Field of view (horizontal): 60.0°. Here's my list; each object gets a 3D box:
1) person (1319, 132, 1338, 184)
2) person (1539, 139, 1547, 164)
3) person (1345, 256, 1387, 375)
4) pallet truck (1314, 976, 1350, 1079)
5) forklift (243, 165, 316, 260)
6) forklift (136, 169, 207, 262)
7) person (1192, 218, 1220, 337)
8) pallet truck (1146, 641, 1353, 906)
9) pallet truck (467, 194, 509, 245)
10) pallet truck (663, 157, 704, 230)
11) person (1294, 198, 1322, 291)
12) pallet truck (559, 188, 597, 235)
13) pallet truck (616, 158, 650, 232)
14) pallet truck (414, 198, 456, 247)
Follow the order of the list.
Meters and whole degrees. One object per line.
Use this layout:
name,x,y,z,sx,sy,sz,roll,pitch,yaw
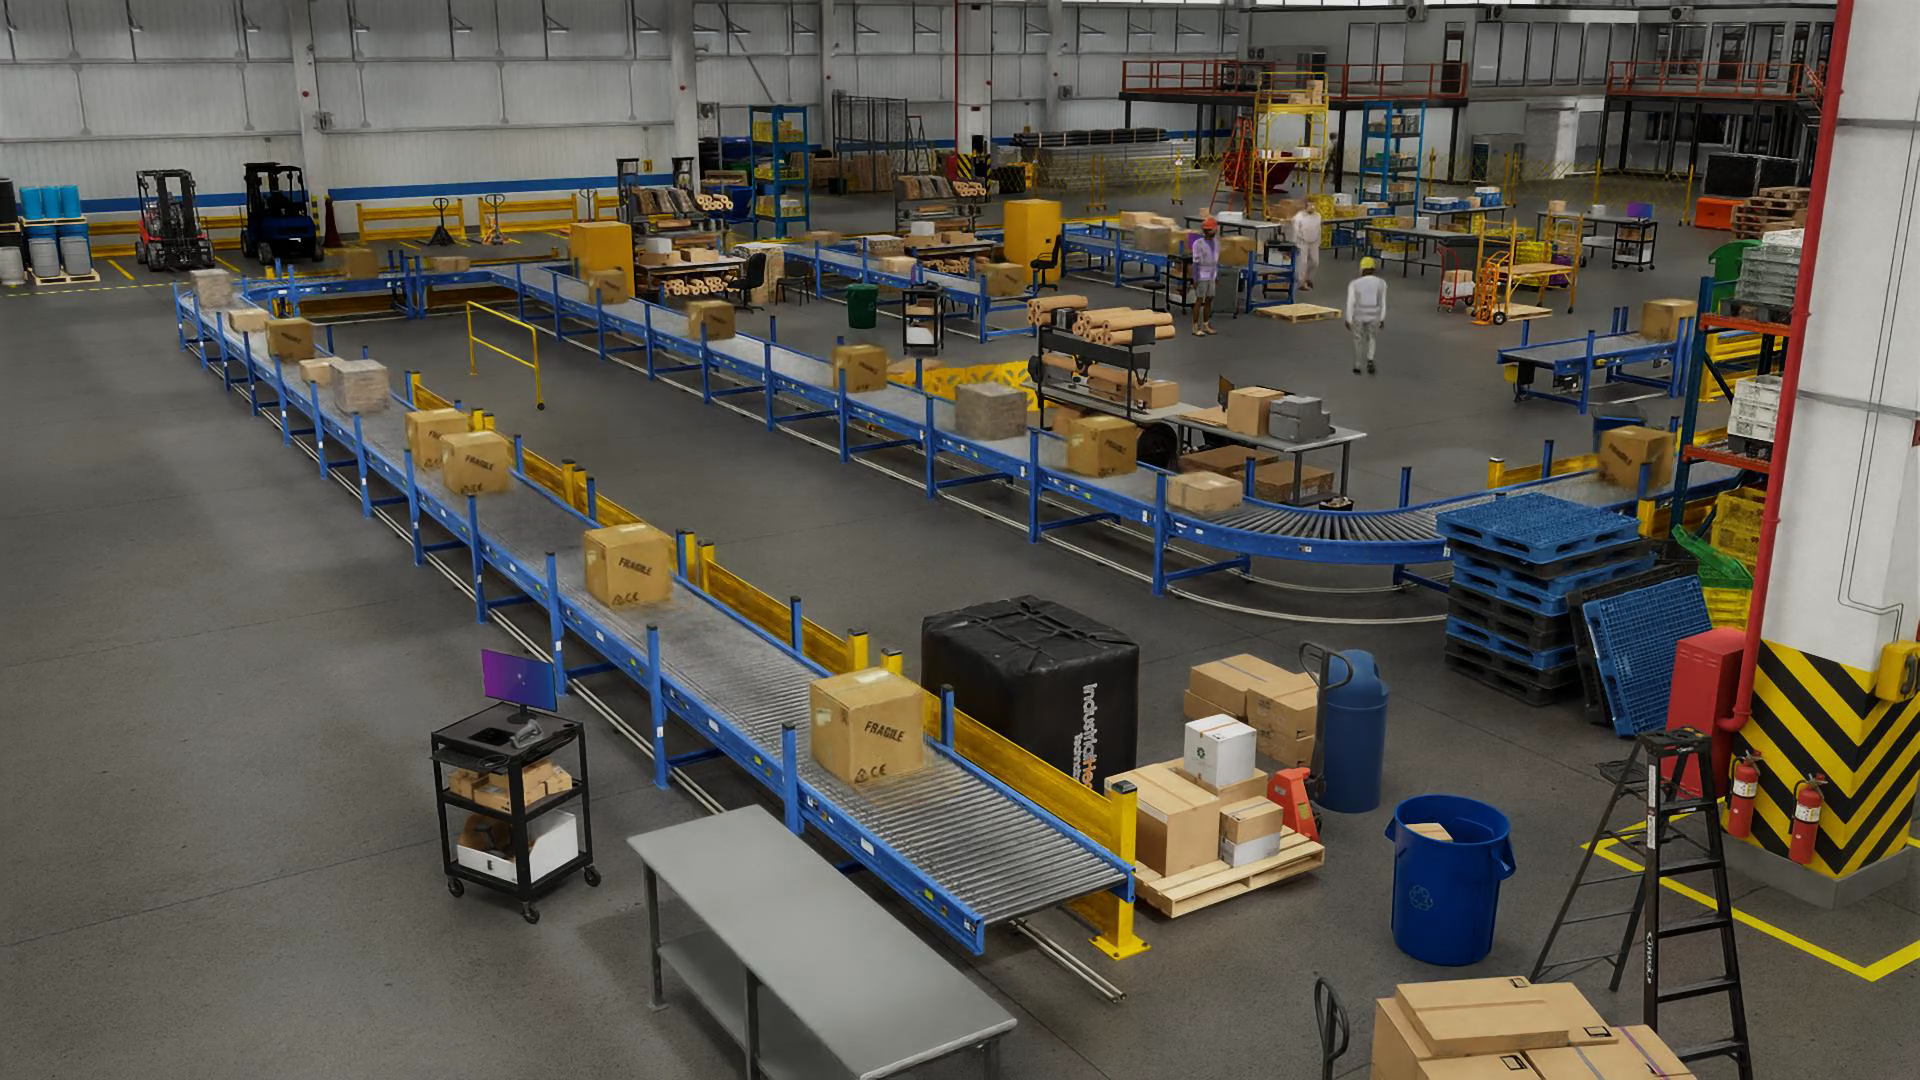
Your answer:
person,13.274,-13.679,59.575,0.528,1.802,0.919,-6,18,-20
person,23.671,-16.026,67.256,0.664,1.857,1.011,15,22,41
person,6.169,-3.409,25.357,0.615,1.822,0.414,0,17,1
pallet truck,2.299,2.390,7.086,1.601,1.201,0.680,-2,17,-7
forklift,-15.898,-7.669,38.708,1.157,1.987,2.680,-11,20,-33
forklift,-17.842,-7.318,37.559,1.157,1.987,2.680,-10,20,-31
person,4.284,-4.547,28.774,0.616,2.039,0.386,-13,21,-36
pallet truck,1.664,1.407,10.232,1.630,1.274,0.653,-10,20,-31
pallet truck,-11.983,-8.177,42.137,0.704,1.261,1.522,-11,20,-33
pallet truck,-7.586,-9.308,44.692,0.823,1.965,1.885,-11,20,-33
person,7.127,-6.035,34.011,0.652,1.884,0.424,-5,18,-17
pallet truck,-10.010,-8.652,43.699,0.653,1.274,1.630,-10,20,-31
pallet truck,-8.918,-9.176,44.255,0.823,1.965,1.885,-9,19,-27
pallet truck,-13.250,-8.060,41.856,0.680,1.201,1.601,-10,20,-31
